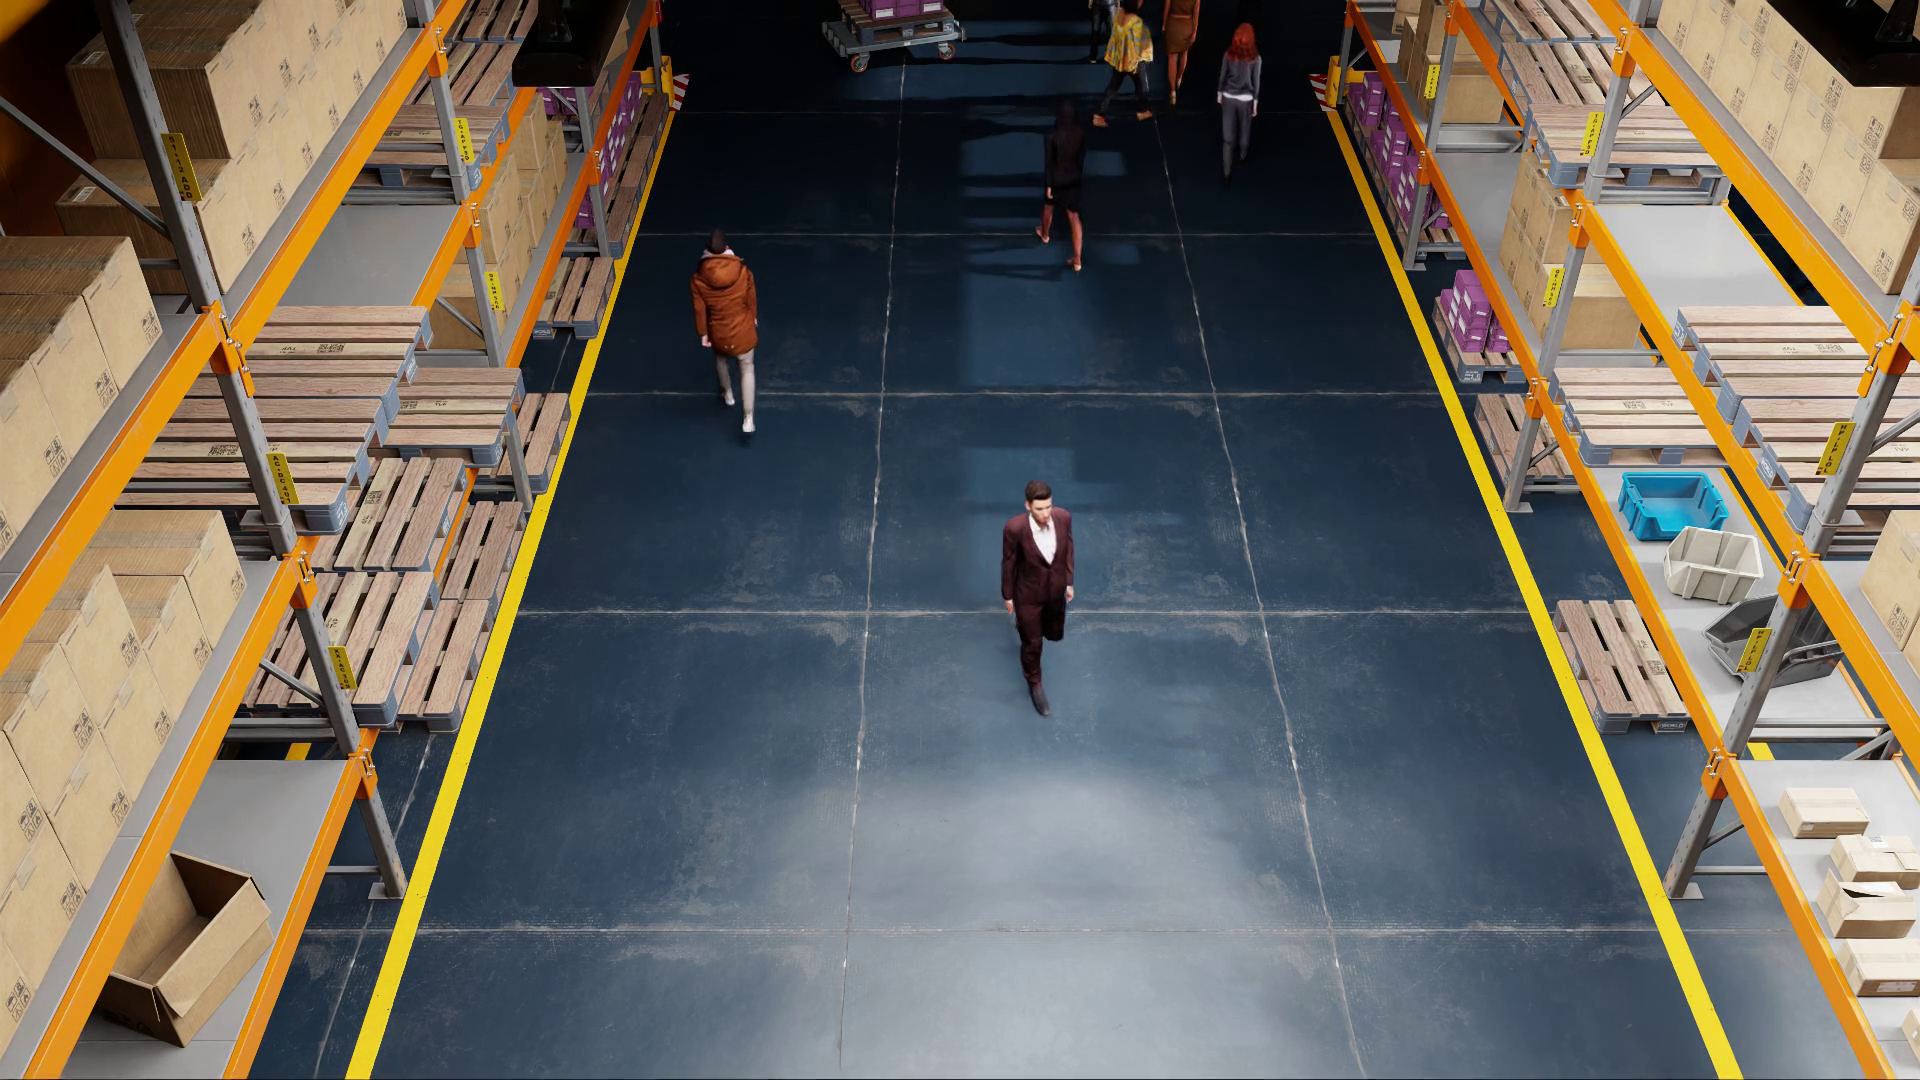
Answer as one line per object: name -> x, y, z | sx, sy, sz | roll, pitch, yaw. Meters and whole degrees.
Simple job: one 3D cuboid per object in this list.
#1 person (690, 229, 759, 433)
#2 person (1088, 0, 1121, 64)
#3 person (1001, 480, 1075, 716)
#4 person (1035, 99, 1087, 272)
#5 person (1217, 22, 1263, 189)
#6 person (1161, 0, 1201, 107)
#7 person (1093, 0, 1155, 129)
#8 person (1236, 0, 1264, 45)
person -> -1.932, -1.735, 14.083 | 0.773, 1.804, 1.162 | -4, 39, -5
person -> 1.765, -6.590, 20.436 | 0.579, 1.462, 0.554 | 5, 39, 7
person -> 0.523, 0.297, 11.501 | 0.924, 1.850, 1.106 | -15, 41, -18
person -> 1.067, -3.456, 16.347 | 0.918, 1.668, 1.293 | -13, 40, -16
person -> 2.934, -4.589, 17.702 | 0.814, 1.747, 1.100 | 11, 40, 13
person -> 2.552, -5.877, 19.393 | 0.545, 1.649, 1.056 | 0, 39, 0
person -> 1.829, -5.409, 18.836 | 1.117, 1.613, 1.143 | -22, 44, -25
person -> 3.693, -7.165, 20.862 | 0.905, 1.829, 0.805 | -26, 45, -29
